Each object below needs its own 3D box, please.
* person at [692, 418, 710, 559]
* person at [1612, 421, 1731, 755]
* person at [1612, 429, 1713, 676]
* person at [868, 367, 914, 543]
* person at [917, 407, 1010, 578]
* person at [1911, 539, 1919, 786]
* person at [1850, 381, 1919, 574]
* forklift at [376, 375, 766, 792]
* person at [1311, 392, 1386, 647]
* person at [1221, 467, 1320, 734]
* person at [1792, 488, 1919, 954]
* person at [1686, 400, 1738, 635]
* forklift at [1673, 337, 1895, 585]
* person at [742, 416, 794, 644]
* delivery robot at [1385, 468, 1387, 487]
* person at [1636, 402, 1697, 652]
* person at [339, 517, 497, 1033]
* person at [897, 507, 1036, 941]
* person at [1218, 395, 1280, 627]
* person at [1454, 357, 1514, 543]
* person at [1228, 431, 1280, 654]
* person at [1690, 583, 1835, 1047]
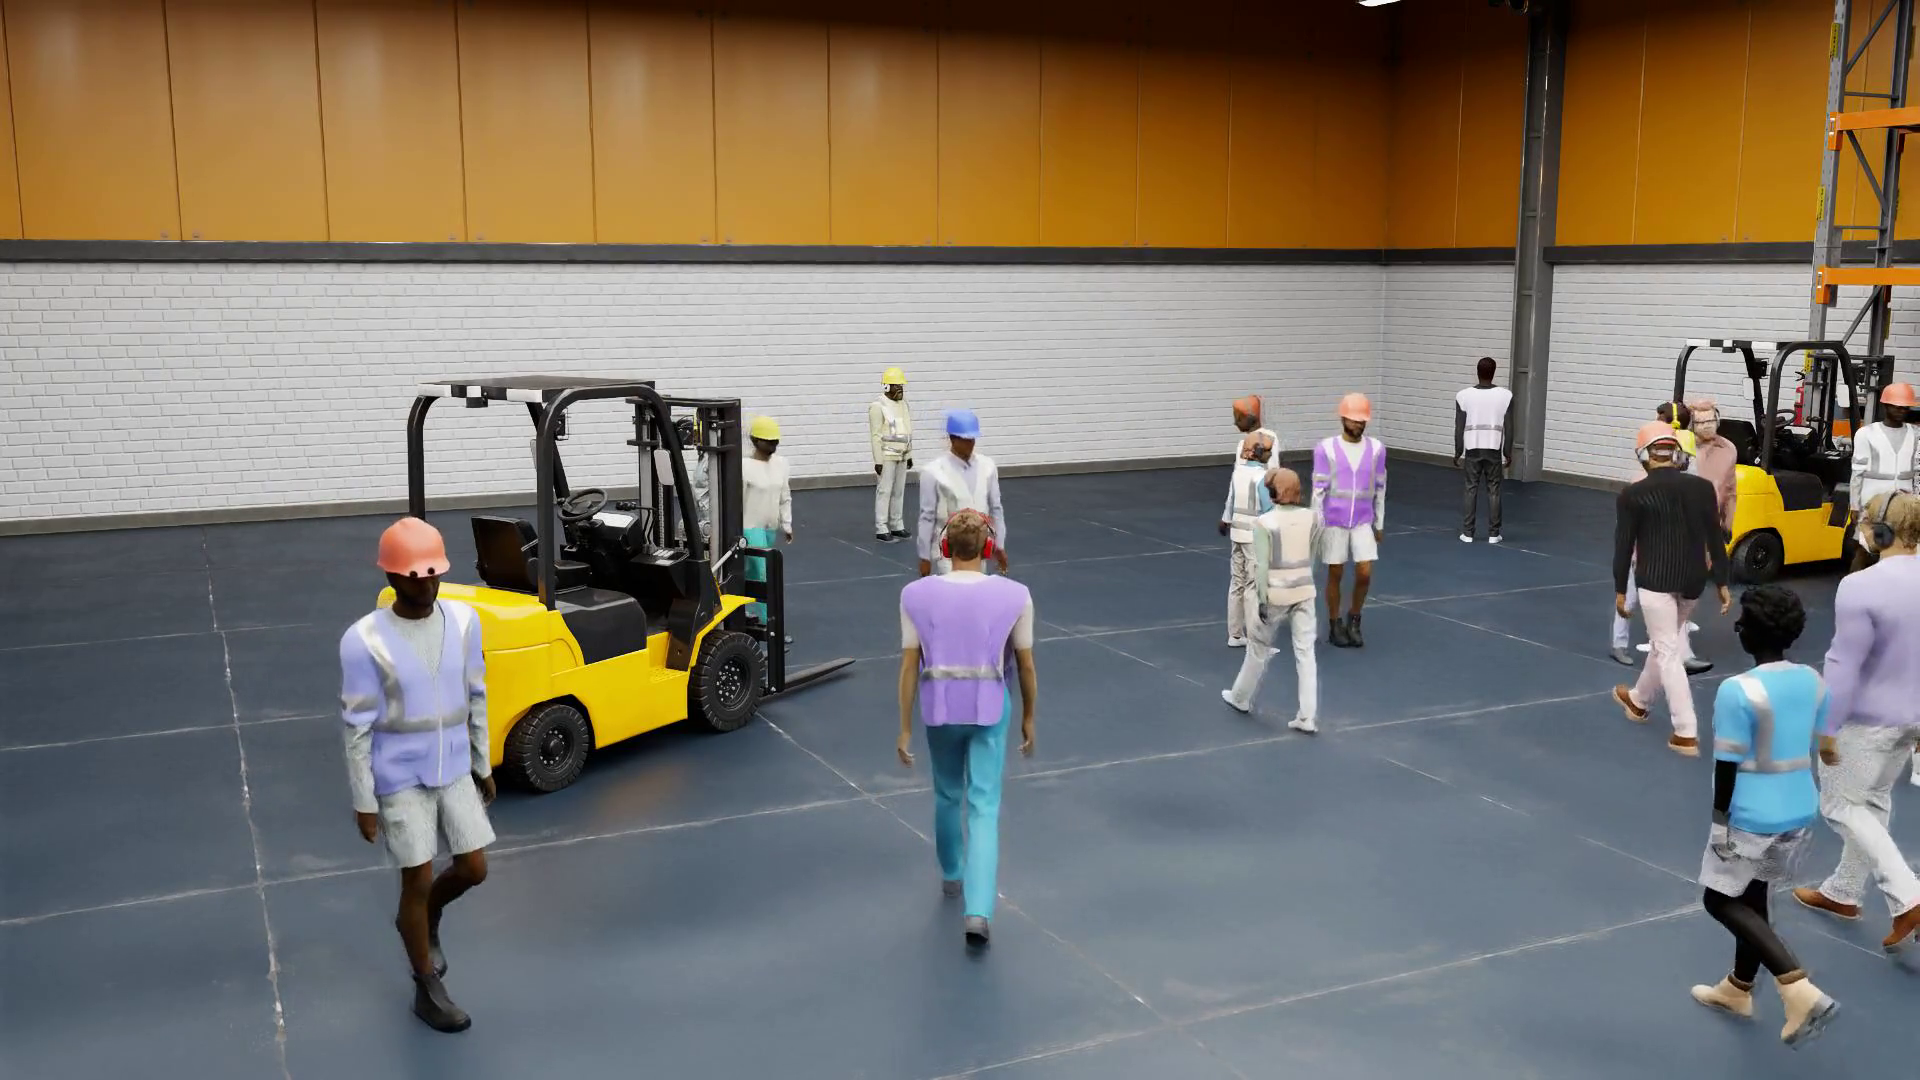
[{"bbox_3d":[-1.917,-0.115,12.711,0.287,1.746,0.488,-3,10,-19],"label":"person"},{"bbox_3d":[4.206,0.254,9.916,0.667,1.904,1.059,-2,9,-9],"label":"person"},{"bbox_3d":[4.888,0.088,11.555,0.580,1.700,0.920,-3,10,-17],"label":"person"},{"bbox_3d":[-0.694,-0.883,17.236,0.403,1.827,0.589,6,11,33],"label":"person"},{"bbox_3d":[-0.047,0.043,11.223,0.603,1.917,0.855,-7,12,-37],"label":"person"},{"bbox_3d":[5.236,0.526,9.169,0.508,1.600,0.742,-4,10,-24],"label":"person"},{"bbox_3d":[7.422,-0.304,13.317,0.548,1.930,0.388,1,9,6],"label":"person"},{"bbox_3d":[-2.268,0.149,9.685,1.214,2.155,2.313,6,11,32],"label":"forklift"},{"bbox_3d":[2.872,-0.134,12.297,0.571,1.914,0.524,0,9,-1],"label":"person"},{"bbox_3d":[1.958,0.350,10.265,0.513,1.598,0.844,-4,10,-22],"label":"person"},{"bbox_3d":[3.826,0.738,6.879,0.646,1.919,0.782,-4,10,-22],"label":"person"},{"bbox_3d":[5.479,-0.143,12.559,0.692,1.869,0.735,-2,9,-11],"label":"person"},{"bbox_3d":[7.551,-0.789,15.507,2.313,2.155,1.214,-4,10,-25],"label":"forklift"},{"bbox_3d":[-1.587,-0.108,12.734,0.847,1.722,0.513,7,12,38],"label":"person"},{"bbox_3d":[4.923,-0.813,20.434,0.477,0.478,0.707,-3,10,-21],"label":"delivery robot"},{"bbox_3d":[5.153,-0.080,12.149,0.392,1.854,0.541,4,10,24],"label":"person"},{"bbox_3d":[-2.008,0.852,6.156,0.540,1.922,0.576,9,13,43],"label":"person"},{"bbox_3d":[0.029,0.763,7.110,0.585,1.804,0.960,1,9,4],"label":"person"},{"bbox_3d":[2.277,-0.210,12.963,0.498,1.854,0.615,5,11,30],"label":"person"},{"bbox_3d":[5.405,-0.923,17.186,0.587,1.920,0.390,3,10,15],"label":"person"},{"bbox_3d":[2.147,0.017,12.222,0.314,1.638,0.515,-3,10,-20],"label":"person"},{"bbox_3d":[2.948,0.999,6.011,0.541,1.679,0.583,-5,10,-27],"label":"person"}]
